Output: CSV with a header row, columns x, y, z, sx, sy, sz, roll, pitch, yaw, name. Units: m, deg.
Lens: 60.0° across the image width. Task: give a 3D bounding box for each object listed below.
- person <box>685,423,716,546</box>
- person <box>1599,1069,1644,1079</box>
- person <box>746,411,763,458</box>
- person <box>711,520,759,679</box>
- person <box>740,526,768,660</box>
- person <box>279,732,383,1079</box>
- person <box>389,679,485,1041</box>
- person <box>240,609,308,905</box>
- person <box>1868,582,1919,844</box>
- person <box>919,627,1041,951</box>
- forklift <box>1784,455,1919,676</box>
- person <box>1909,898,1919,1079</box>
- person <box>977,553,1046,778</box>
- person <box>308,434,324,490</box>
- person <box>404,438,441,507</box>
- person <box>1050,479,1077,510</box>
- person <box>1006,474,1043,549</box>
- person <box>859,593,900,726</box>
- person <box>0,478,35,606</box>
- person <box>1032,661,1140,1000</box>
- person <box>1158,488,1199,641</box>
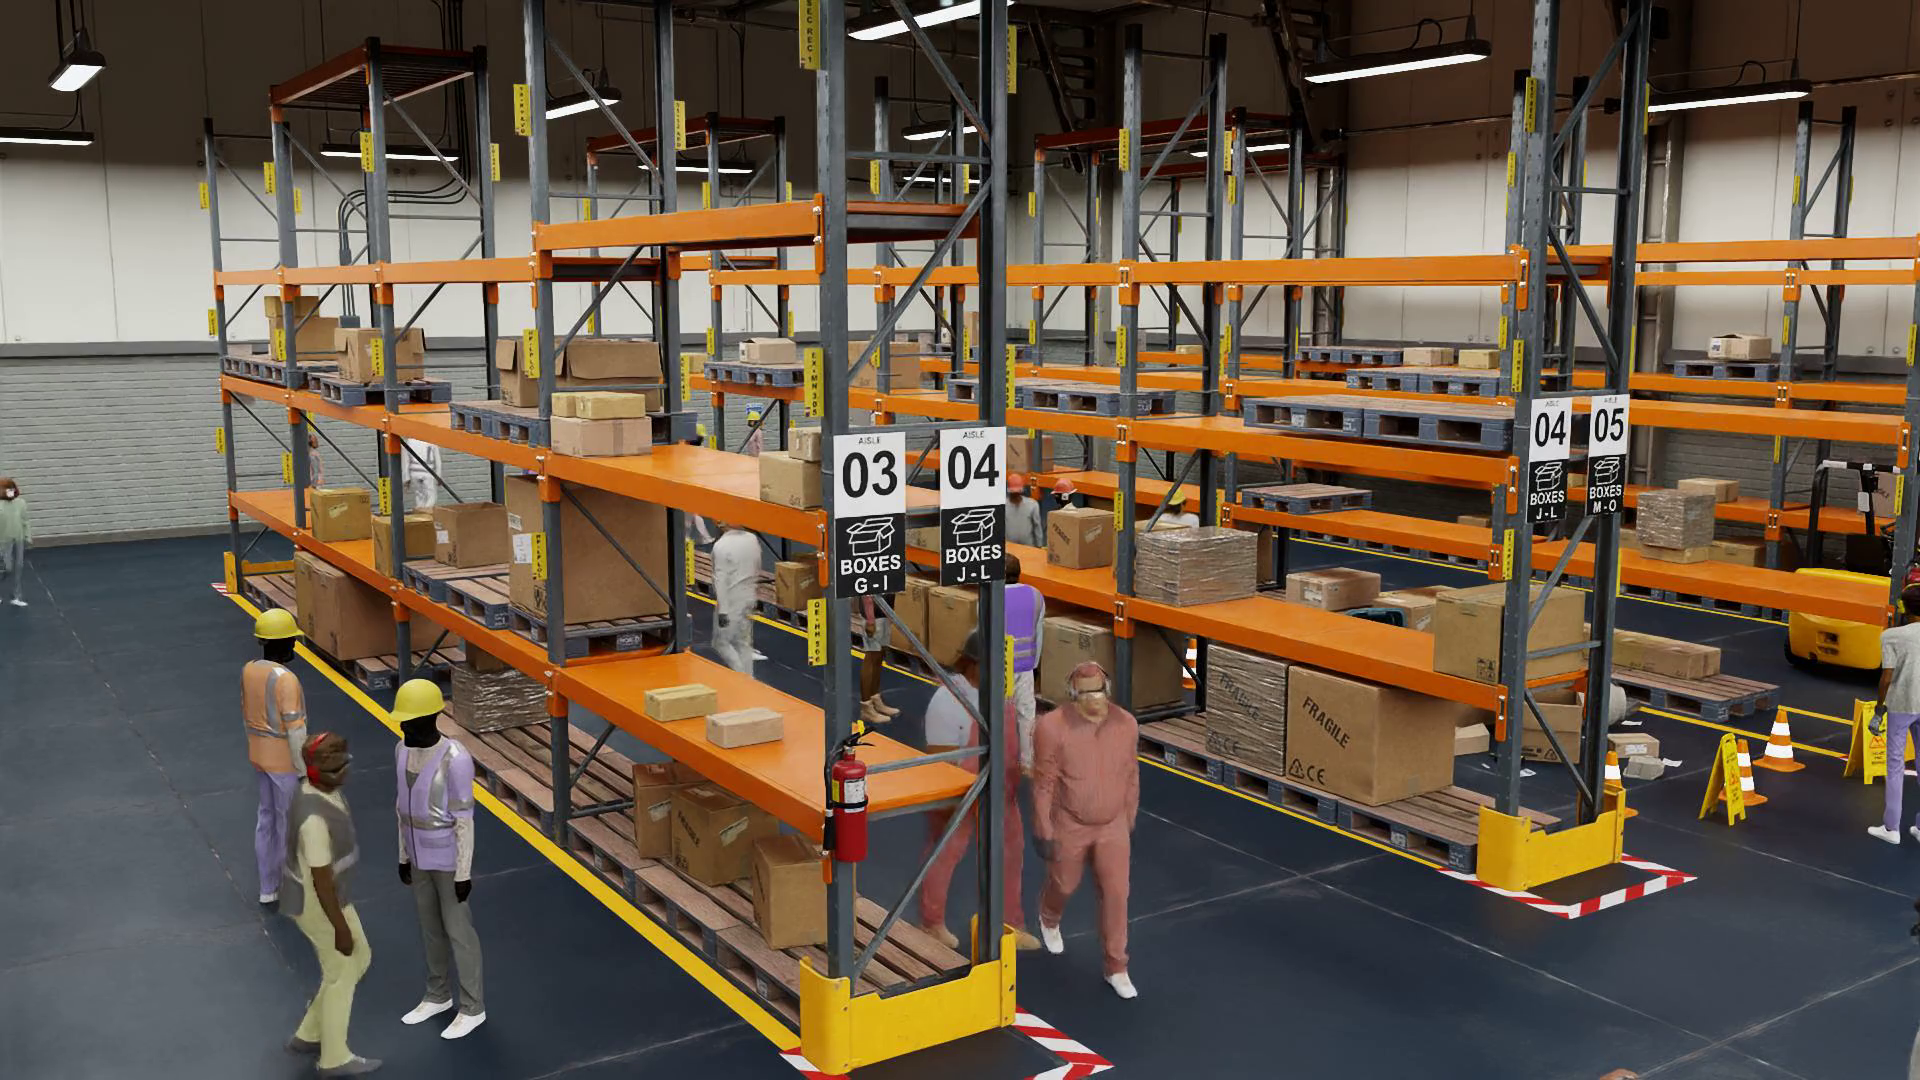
x,y,z,sx,sy,sz,roll,pitch,yaw,name
-3.990,-0.844,25.505,0.941,1.876,0.595,5,10,30,person
1.929,2.362,4.976,0.523,1.636,0.311,-2,9,-15,person
-3.652,-1.414,29.686,0.315,1.770,0.524,-3,9,-21,person
-2.128,0.619,15.814,0.465,1.876,0.672,5,10,29,person
-2.222,0.454,17.686,0.279,1.632,0.502,-3,9,-17,person
-3.110,1.798,8.153,0.416,1.821,0.618,-3,9,-19,person
-2.769,1.660,8.737,0.585,1.918,0.410,6,11,36,person
-4.290,1.386,10.512,0.585,1.928,0.365,6,11,37,person
6.721,1.226,11.784,0.514,1.865,0.327,1,9,4,person
0.117,1.437,9.792,0.854,2.000,0.741,8,11,41,person
9.643,0.253,17.172,2.313,2.155,1.214,-6,10,-33,forklift
3.407,2.130,5.774,0.517,1.864,0.334,-8,12,-44,person
0.375,1.016,13.259,0.624,1.845,0.430,-5,10,-32,person
-10.276,-0.865,26.448,0.309,1.639,0.523,-4,9,-22,person
-8.683,-1.034,26.851,0.582,1.865,0.611,0,9,-1,person
1.202,0.165,19.217,0.339,1.749,0.573,0,9,2,person
0.703,0.043,20.117,0.601,1.719,0.619,0,9,1,person
-0.713,0.644,15.070,0.391,2.040,0.615,2,9,15,person
-11.769,0.028,20.588,0.408,1.616,0.497,4,9,25,person
0.698,1.577,9.452,0.661,1.871,0.872,-2,9,-15,person
2.448,0.261,18.608,0.533,1.743,0.397,-1,9,-5,person
